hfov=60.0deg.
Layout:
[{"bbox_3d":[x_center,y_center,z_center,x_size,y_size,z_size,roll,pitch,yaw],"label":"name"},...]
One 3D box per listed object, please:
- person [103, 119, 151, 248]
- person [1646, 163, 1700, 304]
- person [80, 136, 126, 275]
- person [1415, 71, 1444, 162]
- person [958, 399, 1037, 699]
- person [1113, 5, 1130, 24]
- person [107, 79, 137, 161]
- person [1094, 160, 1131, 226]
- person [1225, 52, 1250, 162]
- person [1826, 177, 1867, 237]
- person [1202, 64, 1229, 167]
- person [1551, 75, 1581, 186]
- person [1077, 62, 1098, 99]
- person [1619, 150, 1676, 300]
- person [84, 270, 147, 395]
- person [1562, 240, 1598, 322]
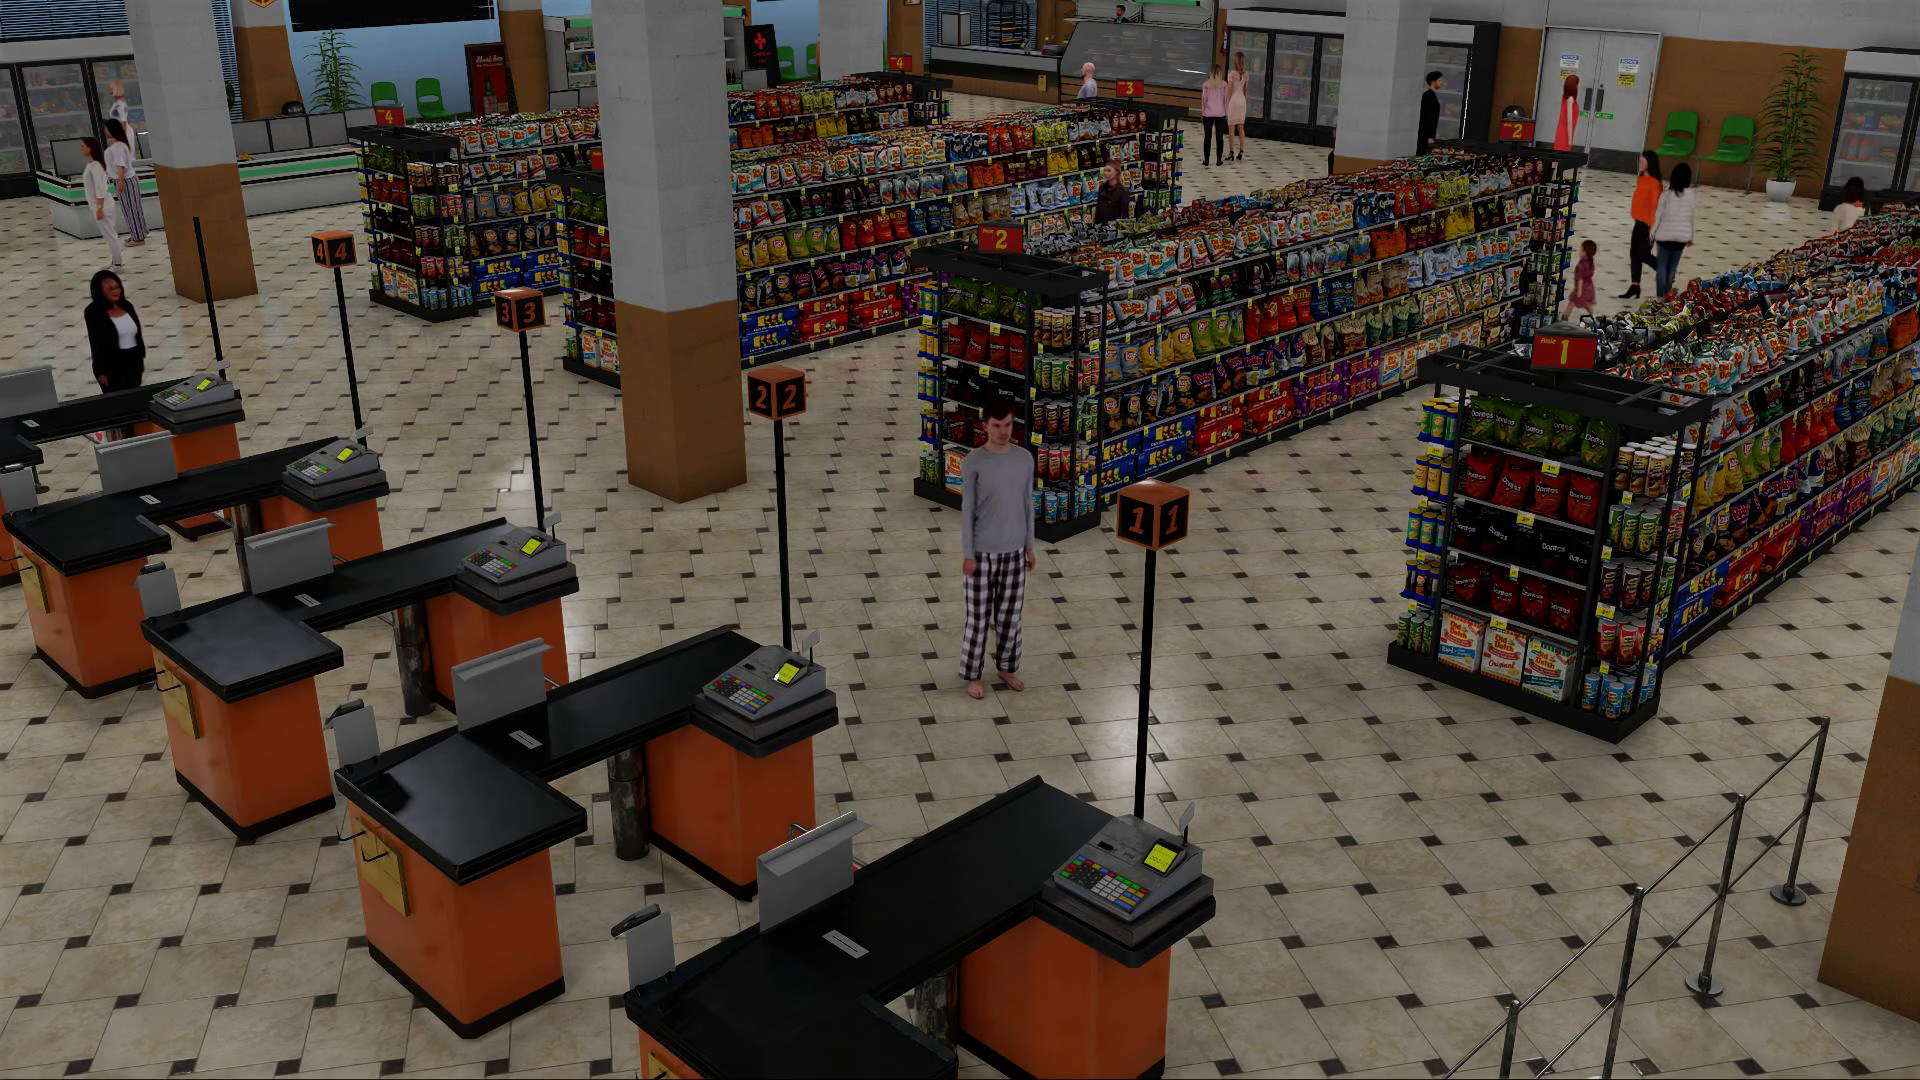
[{"bbox_3d":[-11.185,-4.800,22.279,0.763,1.681,0.772,-8,23,-20],"label":"person"},{"bbox_3d":[8.190,-3.491,19.087,0.746,1.630,0.787,2,22,4],"label":"person"},{"bbox_3d":[-10.662,-4.163,20.683,0.654,1.688,0.666,-9,24,-22],"label":"person"},{"bbox_3d":[7.182,-6.256,25.618,0.847,1.893,0.770,2,22,5],"label":"person"},{"bbox_3d":[0.213,0.041,10.007,0.618,1.847,0.757,-8,23,-19],"label":"person"},{"bbox_3d":[3.710,-11.414,38.492,0.629,1.866,0.551,20,30,41],"label":"person"},{"bbox_3d":[-12.987,-6.281,25.871,0.601,1.751,0.621,-11,24,-25],"label":"person"},{"bbox_3d":[1.726,-3.474,18.948,0.604,1.704,0.493,20,29,40],"label":"person"},{"bbox_3d":[4.804,-7.531,28.876,0.576,1.829,0.699,-8,23,-20],"label":"person"},{"bbox_3d":[9.579,-3.038,17.941,1.079,1.645,1.065,-4,22,-9],"label":"person"},{"bbox_3d":[4.338,-7.258,28.387,0.685,1.687,0.721,3,22,7],"label":"person"},{"bbox_3d":[9.324,-6.243,25.674,0.733,1.827,0.644,3,22,8],"label":"person"},{"bbox_3d":[2.076,-6.890,27.269,0.821,1.838,0.738,2,22,5],"label":"person"},{"bbox_3d":[8.044,-3.635,19.311,0.957,1.731,0.892,-1,22,-4],"label":"person"},{"bbox_3d":[-7.164,-1.497,14.147,0.824,1.615,0.722,6,23,16],"label":"person"},{"bbox_3d":[6.799,-2.725,18.024,0.677,1.001,0.515,-19,28,-38],"label":"person"}]
